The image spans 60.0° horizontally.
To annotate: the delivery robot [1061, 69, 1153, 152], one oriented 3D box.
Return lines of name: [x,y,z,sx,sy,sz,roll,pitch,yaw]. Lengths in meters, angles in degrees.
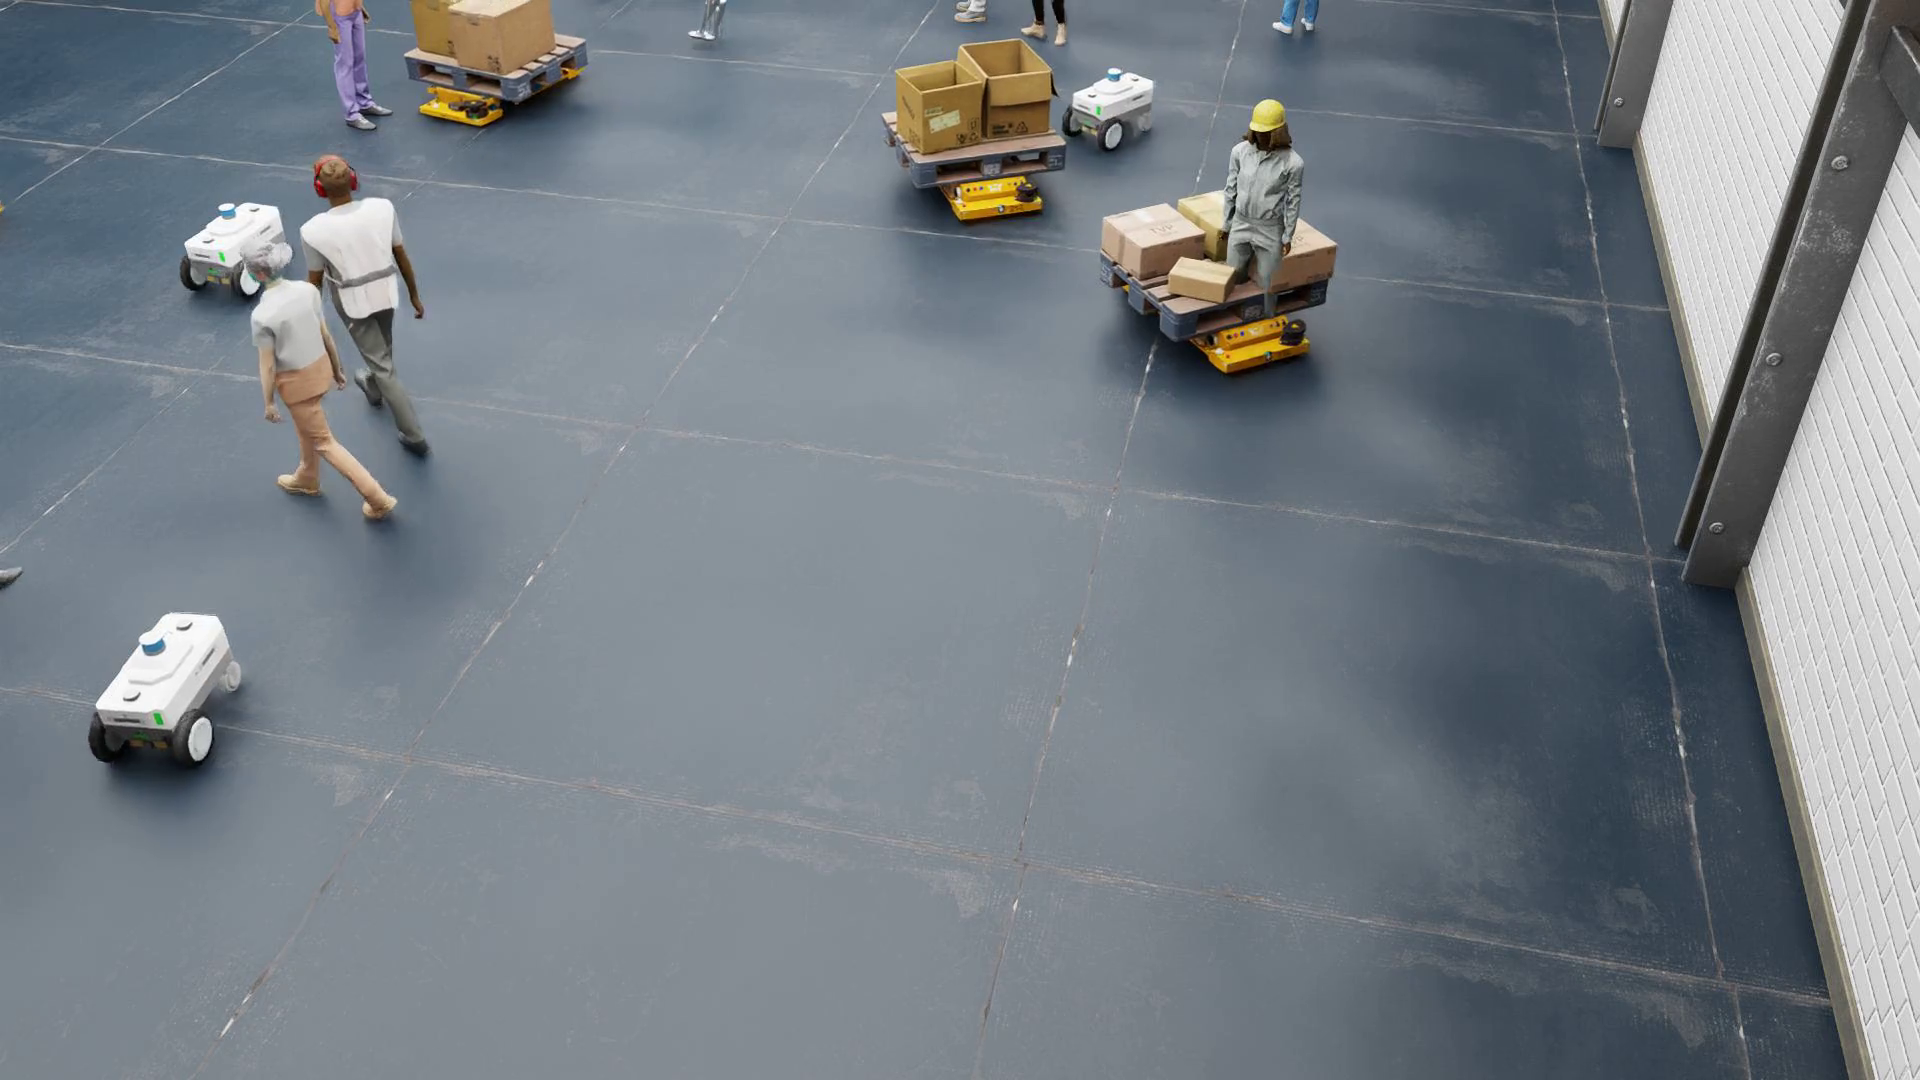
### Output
delivery robot: [1.260,-3.611,13.787,0.745,0.565,0.499,-29,46,-33]

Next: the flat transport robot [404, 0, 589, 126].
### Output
flat transport robot: [-4.010,-4.003,14.575,0.659,0.231,1.431,17,40,21]

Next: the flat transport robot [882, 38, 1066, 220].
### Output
flat transport robot: [0.111,-2.942,13.155,0.659,0.231,1.431,-10,38,-14]

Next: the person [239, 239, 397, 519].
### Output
person: [-3.602,-0.874,9.187,0.867,1.712,0.487,13,39,17]

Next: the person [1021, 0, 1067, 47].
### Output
person: [0.797,-5.429,15.319,0.449,1.656,0.591,-8,38,-11]

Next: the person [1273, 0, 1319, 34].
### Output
person: [3.234,-5.591,15.481,0.488,1.730,0.364,-13,39,-17]

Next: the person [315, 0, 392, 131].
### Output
person: [-5.079,-4.328,13.693,0.387,1.844,0.563,7,37,9]

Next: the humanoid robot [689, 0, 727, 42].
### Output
humanoid robot: [-2.367,-5.327,15.168,0.816,1.826,0.534,30,46,34]

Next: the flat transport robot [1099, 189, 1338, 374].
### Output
flat transport robot: [1.704,-1.606,11.367,0.659,0.231,1.431,-16,40,-21]

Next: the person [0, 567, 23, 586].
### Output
person: [-5.390,-0.262,8.291,0.578,1.811,0.944,19,41,24]

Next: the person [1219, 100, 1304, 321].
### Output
person: [1.898,-1.976,10.630,0.493,1.742,0.307,18,40,22]

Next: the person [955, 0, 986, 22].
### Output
person: [0.125,-5.879,15.735,0.356,1.887,0.572,4,37,5]

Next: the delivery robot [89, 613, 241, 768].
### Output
delivery robot: [-3.831,0.721,8.031,0.499,0.614,0.815,4,37,5]

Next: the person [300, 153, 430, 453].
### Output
person: [-3.550,-1.431,9.851,0.588,1.789,0.986,-30,46,-34]

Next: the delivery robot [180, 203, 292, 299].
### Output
delivery robot: [-5.116,-2.096,11.761,0.499,0.566,0.739,10,38,13]
